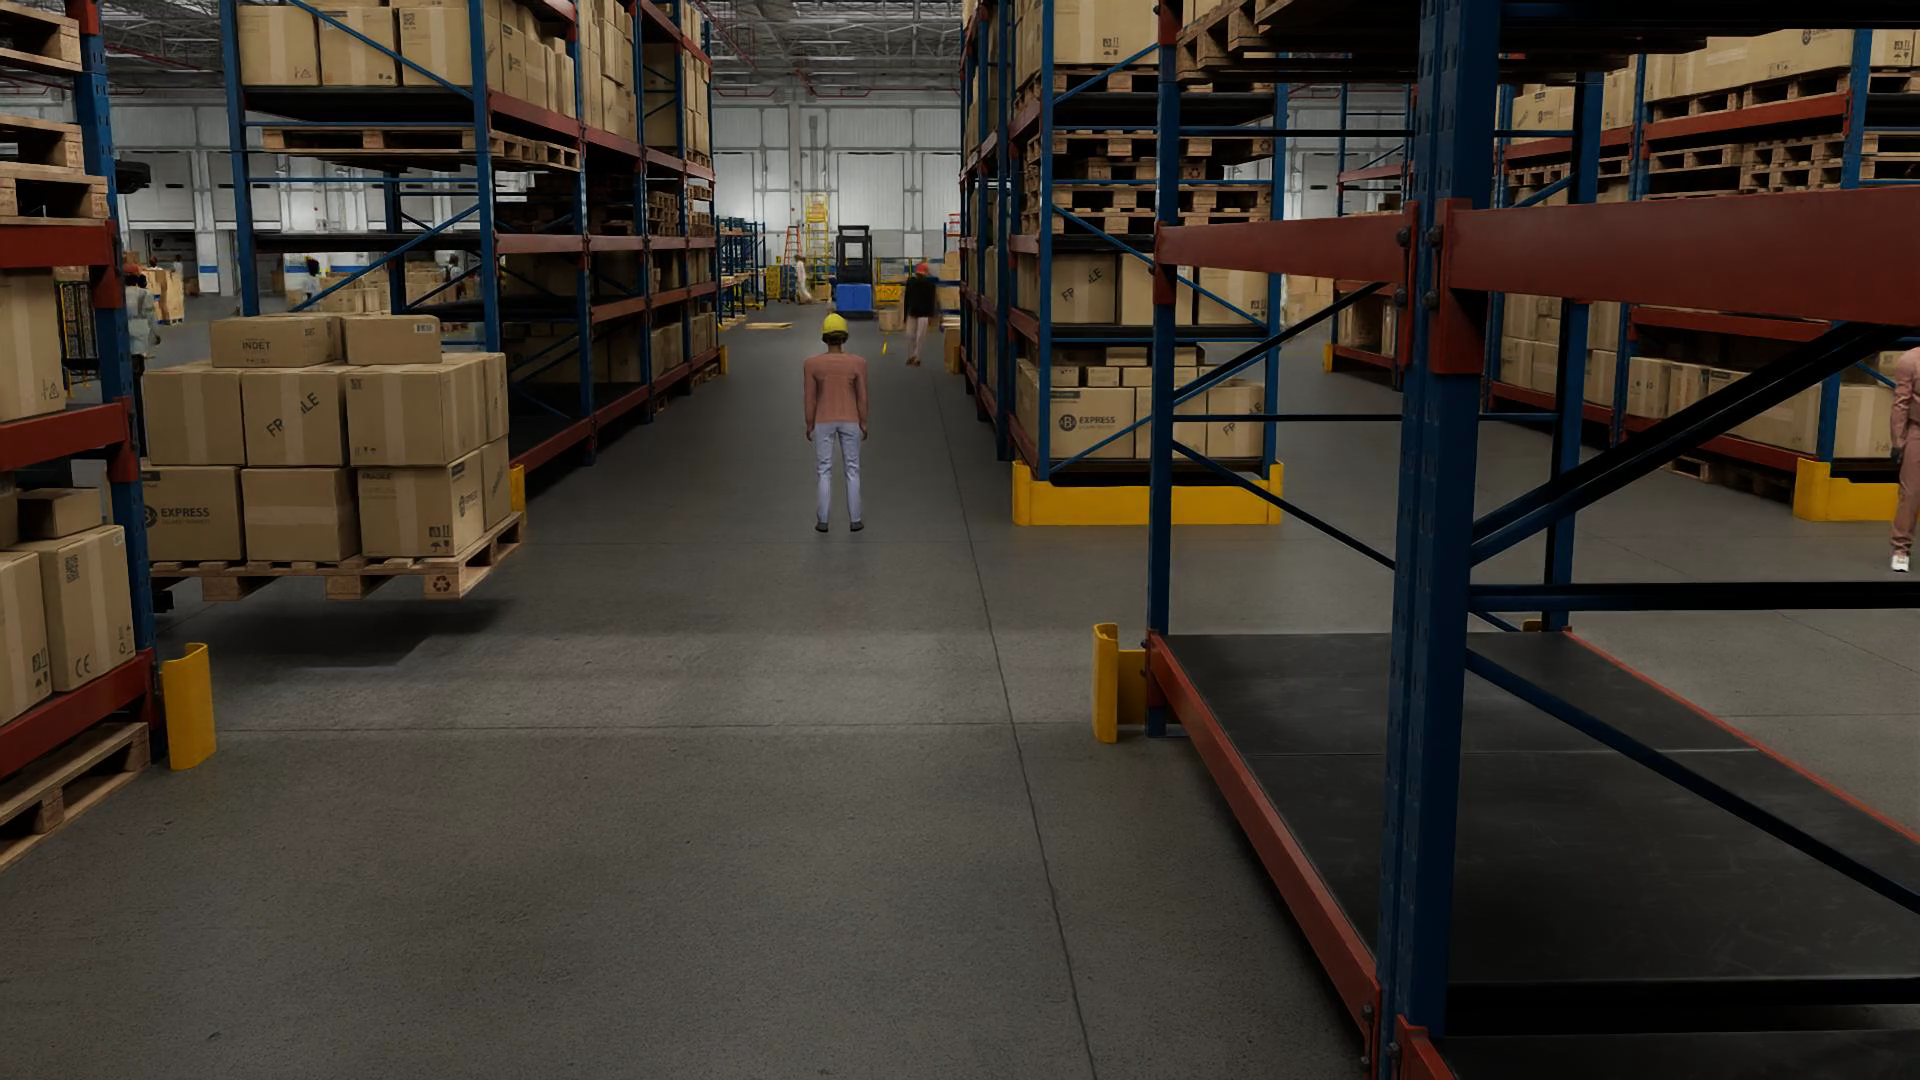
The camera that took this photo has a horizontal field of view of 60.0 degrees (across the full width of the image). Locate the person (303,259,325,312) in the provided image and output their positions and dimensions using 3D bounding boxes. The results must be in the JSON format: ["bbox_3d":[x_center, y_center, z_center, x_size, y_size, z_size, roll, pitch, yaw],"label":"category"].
[{"bbox_3d":[-14.330,-5.252,36.954,0.431,1.948,0.645,1,10,3],"label":"person"}]

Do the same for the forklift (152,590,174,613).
[{"bbox_3d":[-5.858,-0.811,9.639,1.873,2.768,1.129,-1,10,-3],"label":"forklift"}]

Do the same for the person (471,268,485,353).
[{"bbox_3d":[-8.596,-3.997,30.198,0.653,1.883,1.054,8,13,39],"label":"person"}]

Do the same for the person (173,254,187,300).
[{"bbox_3d":[-31.633,-10.649,67.305,0.625,1.855,0.535,5,11,25],"label":"person"}]

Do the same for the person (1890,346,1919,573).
[{"bbox_3d":[6.931,-0.696,11.743,0.650,1.898,0.395,4,11,22],"label":"person"}]

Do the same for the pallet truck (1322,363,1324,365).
[{"bbox_3d":[7.712,-4.157,30.737,1.885,1.965,0.823,3,11,16],"label":"pallet truck"}]

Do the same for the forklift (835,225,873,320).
[{"bbox_3d":[-3.156,-7.964,49.489,1.129,2.768,1.873,0,10,-2],"label":"forklift"}]

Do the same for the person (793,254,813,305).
[{"bbox_3d":[-5.833,-9.636,61.560,0.648,1.904,0.682,0,10,0],"label":"person"}]

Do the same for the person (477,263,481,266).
[{"bbox_3d":[-16.708,-9.130,58.667,0.588,1.918,0.393,-7,12,-35],"label":"person"}]

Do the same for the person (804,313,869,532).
[{"bbox_3d":[-0.998,-0.939,13.447,0.527,1.772,0.301,-1,10,-5],"label":"person"}]

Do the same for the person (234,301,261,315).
[{"bbox_3d":[-22.614,-8.049,52.646,0.778,1.923,0.609,-8,13,-37],"label":"person"}]

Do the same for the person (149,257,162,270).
[{"bbox_3d":[-24.534,-7.698,50.784,0.574,1.884,0.360,7,13,36],"label":"person"}]

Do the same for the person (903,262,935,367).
[{"bbox_3d":[-0.779,-4.199,31.054,0.636,1.961,0.568,3,11,16],"label":"person"}]

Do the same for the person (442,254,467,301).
[{"bbox_3d":[-14.664,-7.338,48.341,0.702,2.000,1.039,7,12,32],"label":"person"}]

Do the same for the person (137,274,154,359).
[{"bbox_3d":[-16.403,-4.481,33.378,0.320,1.695,0.538,-2,10,-13],"label":"person"}]

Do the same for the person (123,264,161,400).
[{"bbox_3d":[-12.220,-3.082,24.710,0.610,2.005,0.911,-1,10,-7],"label":"person"}]

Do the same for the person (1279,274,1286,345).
[{"bbox_3d":[7.016,-5.271,37.145,0.445,1.923,0.663,-4,11,-22],"label":"person"}]
